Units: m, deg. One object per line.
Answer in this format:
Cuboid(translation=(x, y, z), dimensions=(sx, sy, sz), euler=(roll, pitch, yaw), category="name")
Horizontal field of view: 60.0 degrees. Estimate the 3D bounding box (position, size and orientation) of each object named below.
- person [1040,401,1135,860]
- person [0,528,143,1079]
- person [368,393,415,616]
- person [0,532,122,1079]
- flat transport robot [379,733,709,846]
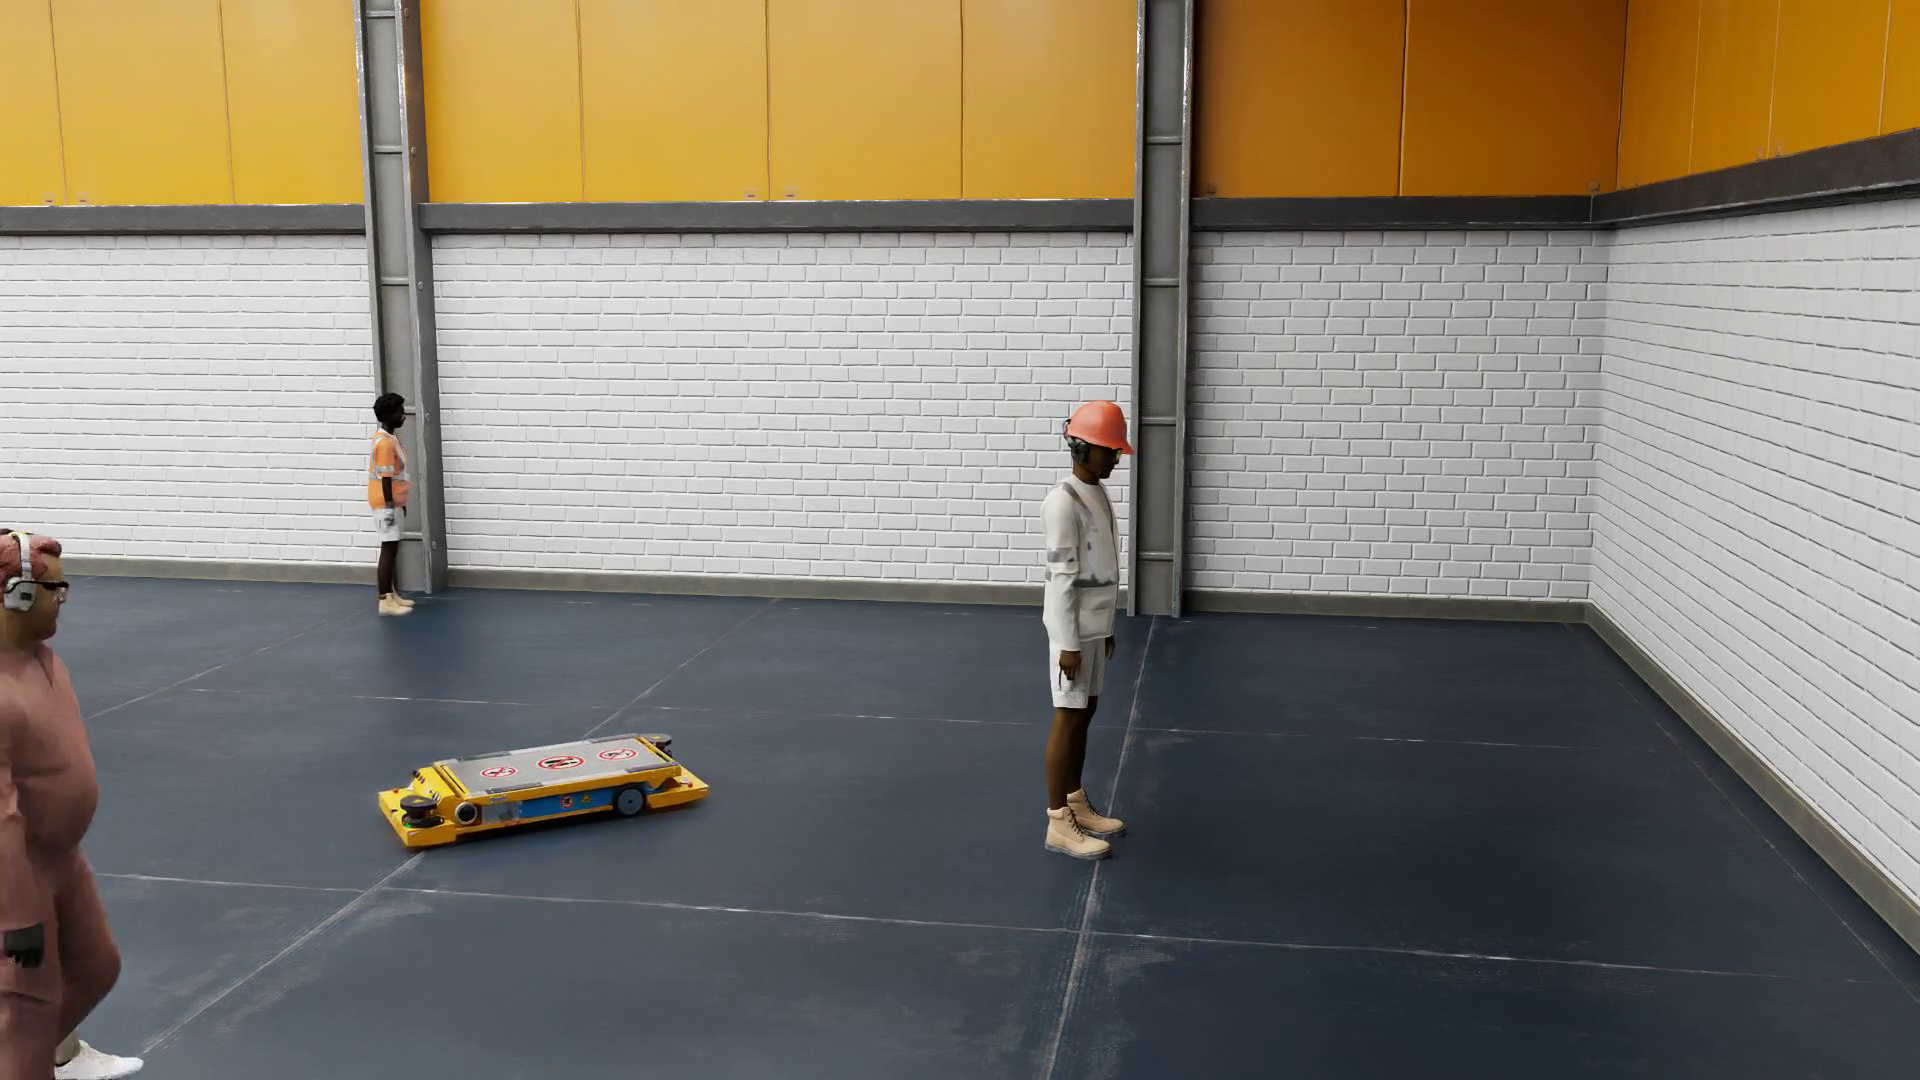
Cuboid(translation=(0.578, 0.391, 7.461), dimensions=(0.391, 2.033, 0.605), euler=(3, 10, 19), category="person")
Cuboid(translation=(-3.038, 0.867, 5.161), dimensions=(0.745, 1.830, 0.526), euler=(-5, 10, -27), category="person")
Cuboid(translation=(-4.324, -0.273, 12.620), dimensions=(0.319, 1.692, 0.542), euler=(-3, 10, -17), category="person")
Cuboid(translation=(-2.617, 0.917, 4.631), dimensions=(0.416, 1.889, 0.662), euler=(-2, 9, -10), category="person")
Cuboid(translation=(-2.001, 1.179, 8.021), dimensions=(1.431, 0.197, 0.652), euler=(-5, 11, -29), category="flat transport robot")
